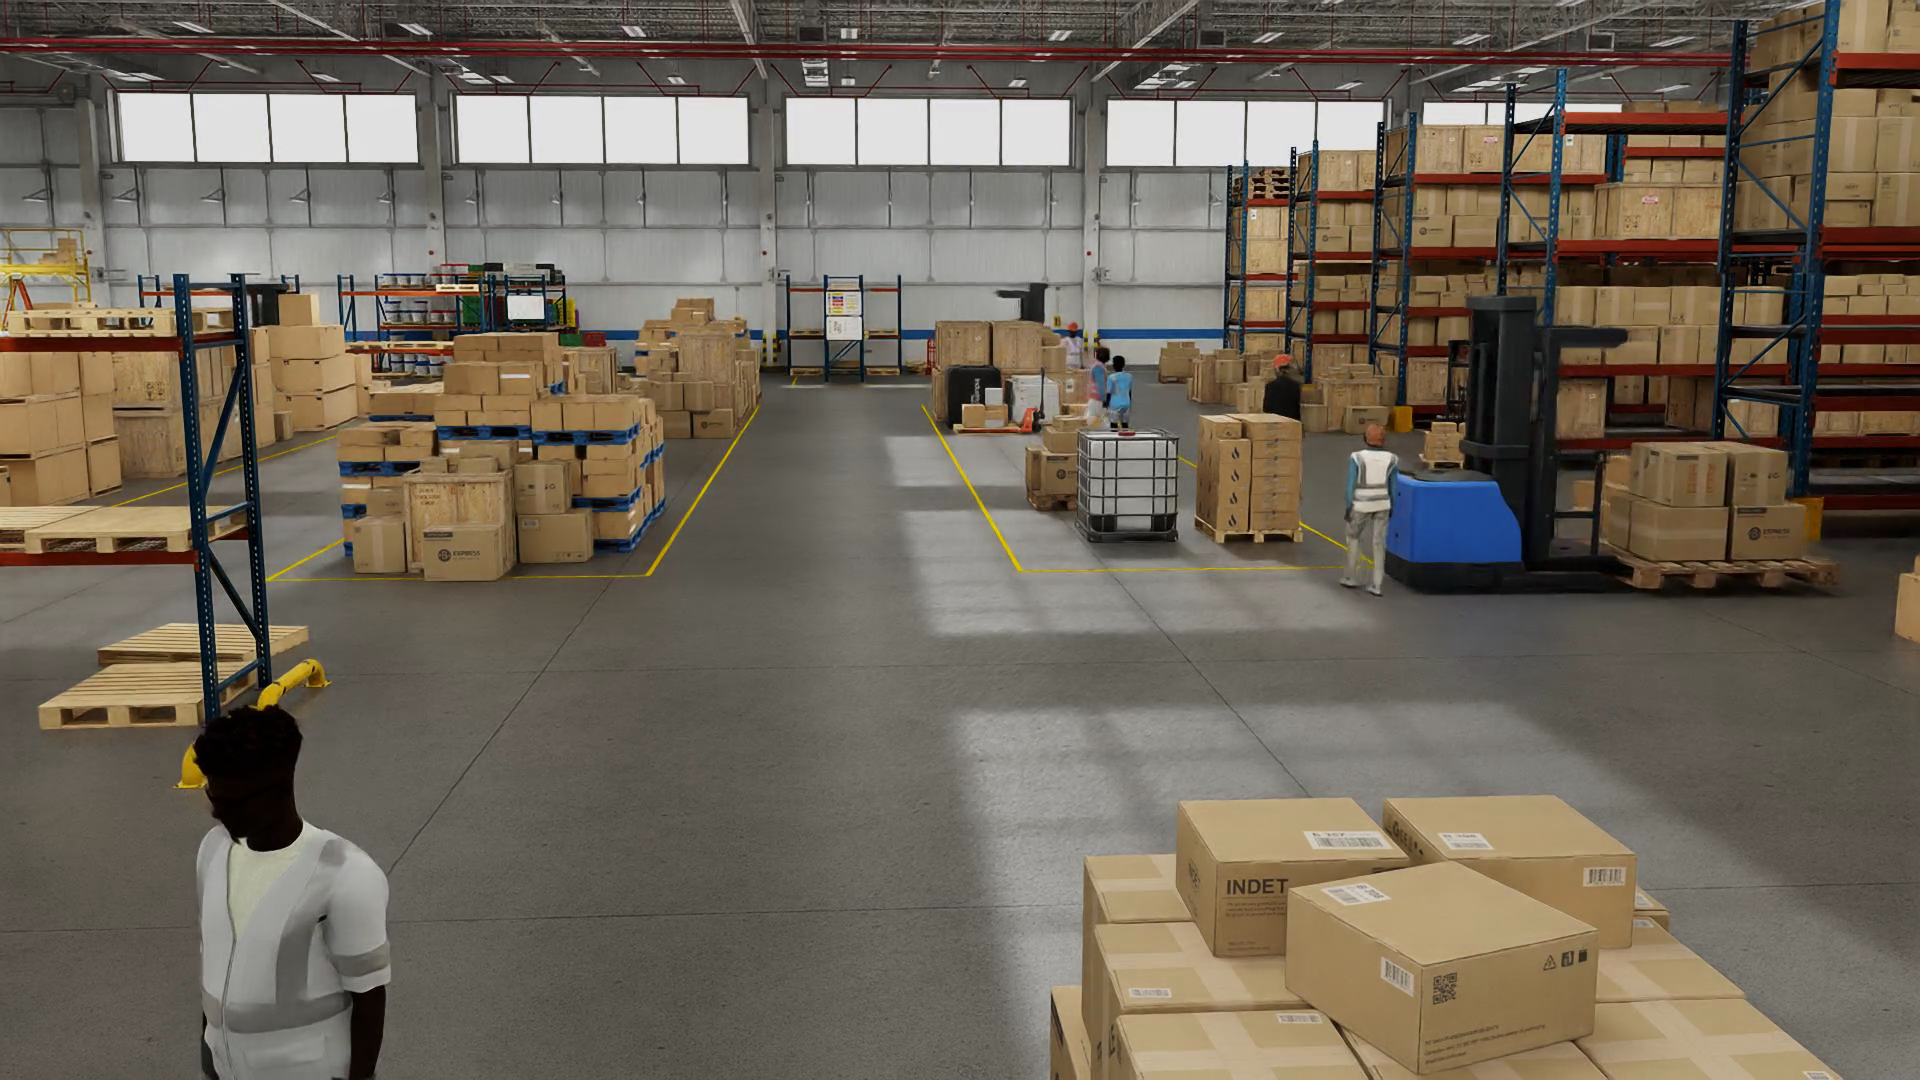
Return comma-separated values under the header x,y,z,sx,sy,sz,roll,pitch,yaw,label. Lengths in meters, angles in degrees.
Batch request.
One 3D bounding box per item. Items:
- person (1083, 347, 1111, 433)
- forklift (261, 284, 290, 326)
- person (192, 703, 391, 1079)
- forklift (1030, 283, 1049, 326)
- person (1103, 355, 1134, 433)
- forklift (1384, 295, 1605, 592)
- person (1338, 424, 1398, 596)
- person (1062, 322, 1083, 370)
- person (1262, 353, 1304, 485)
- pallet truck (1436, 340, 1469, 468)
x,y,z,sx,sy,sz,roll,pitch,yaw,label
2.417,-2.478,29.029,0.994,1.793,0.632,2,9,11,person
-15.717,-4.518,38.398,1.873,2.768,1.129,-1,9,-4,forklift
-1.747,1.372,4.297,0.602,1.958,0.380,4,10,24,person
1.978,-5.133,42.259,1.873,2.768,1.129,-1,9,-4,forklift
2.651,-2.234,27.774,0.549,1.695,0.318,-5,11,-31,person
5.153,-0.963,16.075,1.873,2.768,1.129,-1,9,-4,forklift
3.886,-0.304,15.887,0.525,1.608,0.722,-1,9,-7,person
2.649,-4.246,39.714,0.543,1.922,0.769,-5,10,-27,person
4.434,-1.577,22.799,0.622,1.965,0.873,-6,11,-32,person
8.004,-2.170,26.422,0.823,1.965,1.885,2,9,14,pallet truck
